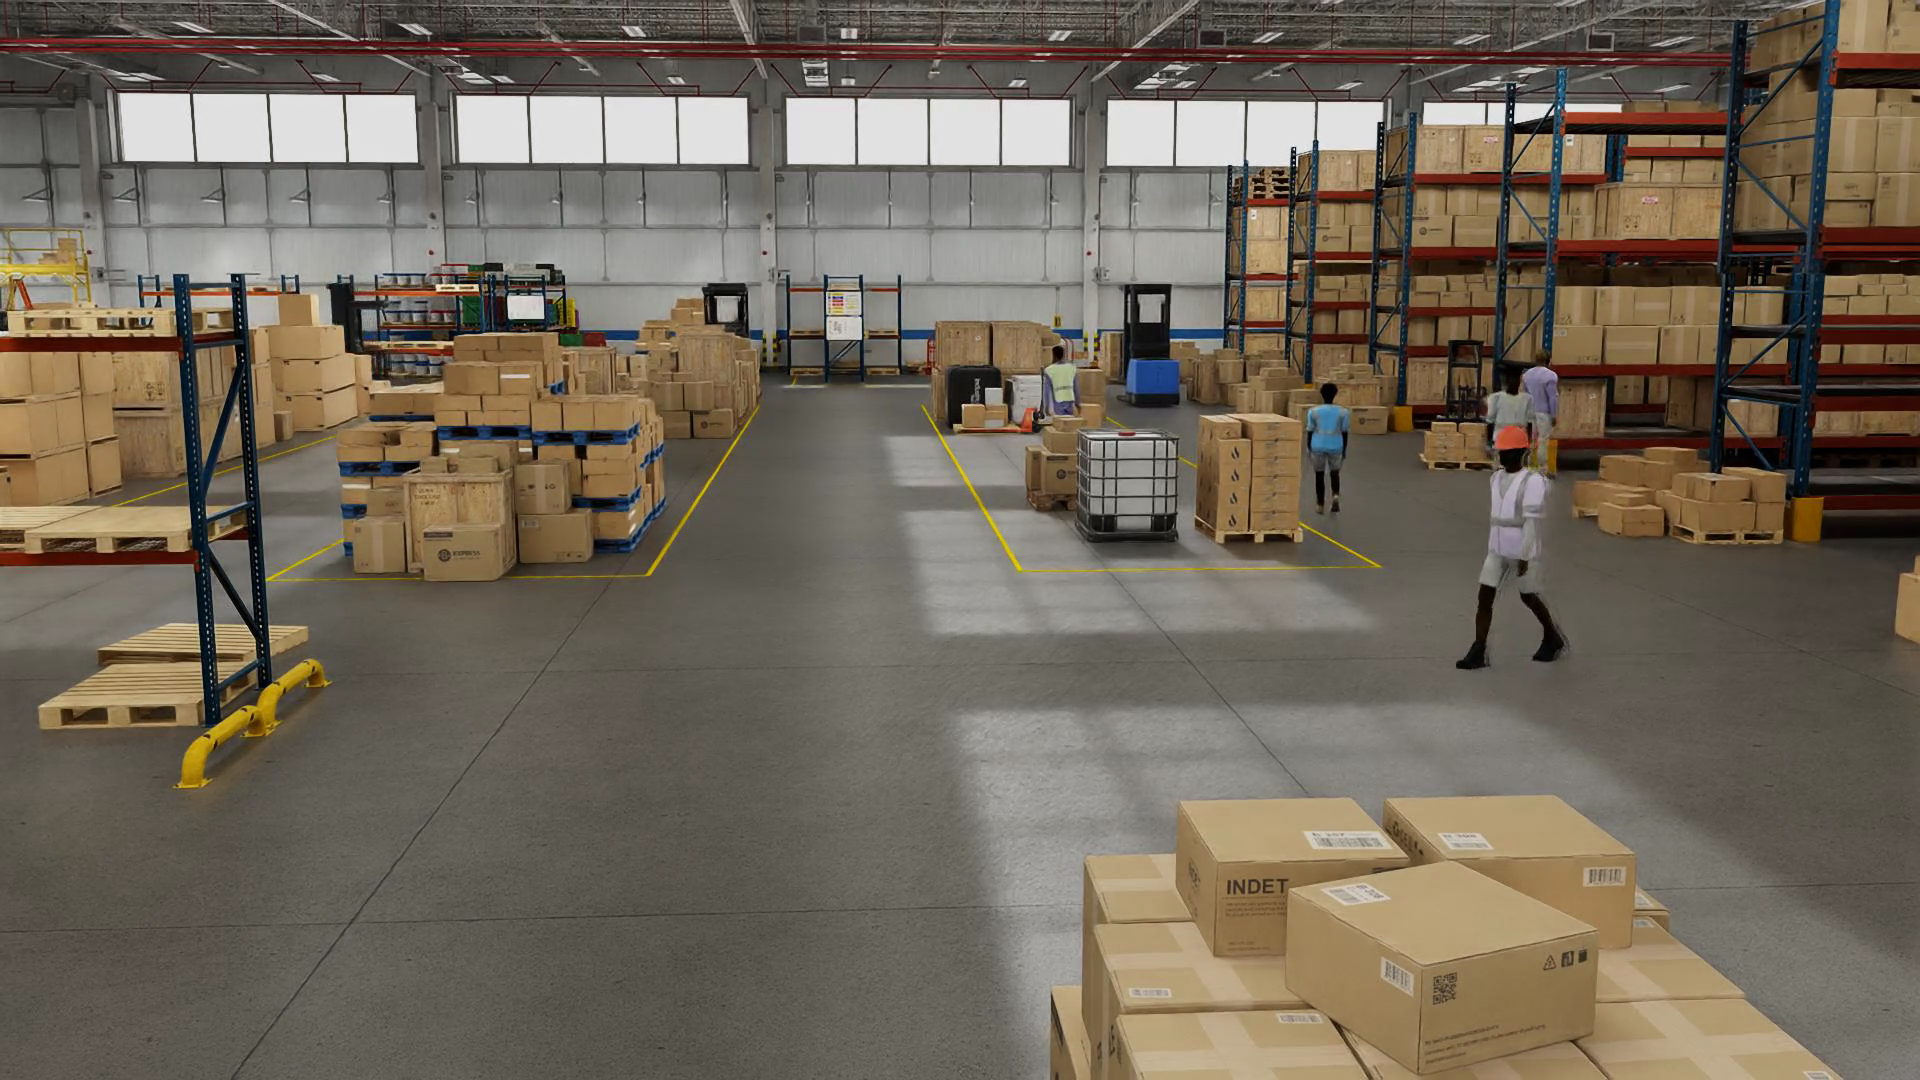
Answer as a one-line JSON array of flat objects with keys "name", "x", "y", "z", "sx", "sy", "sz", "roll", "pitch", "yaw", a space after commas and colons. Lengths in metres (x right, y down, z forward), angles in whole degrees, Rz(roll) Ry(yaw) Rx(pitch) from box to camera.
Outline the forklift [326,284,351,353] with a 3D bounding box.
[{"name": "forklift", "x": -14.317, "y": -4.540, "z": 38.536, "sx": 1.873, "sy": 2.768, "sz": 1.129, "roll": -2, "pitch": 9, "yaw": -11}]

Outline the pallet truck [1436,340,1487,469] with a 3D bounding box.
[{"name": "pallet truck", "x": 8.004, "y": -2.170, "z": 26.422, "sx": 0.823, "sy": 1.965, "sz": 1.885, "roll": 2, "pitch": 9, "yaw": 14}]

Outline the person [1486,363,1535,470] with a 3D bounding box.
[{"name": "person", "x": 6.796, "y": -1.222, "z": 20.625, "sx": 0.611, "sy": 1.948, "sz": 0.630, "roll": -1, "pitch": 9, "yaw": -4}]

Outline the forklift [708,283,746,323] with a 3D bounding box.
[{"name": "forklift", "x": -5.818, "y": -5.042, "z": 41.691, "sx": 1.129, "sy": 2.768, "sz": 1.873, "roll": -1, "pitch": 9, "yaw": -4}]

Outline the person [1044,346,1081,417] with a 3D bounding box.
[{"name": "person", "x": 1.629, "y": -2.255, "z": 27.417, "sx": 0.604, "sy": 1.853, "sz": 1.002, "roll": -4, "pitch": 10, "yaw": -25}]

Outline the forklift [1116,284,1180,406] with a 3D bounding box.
[{"name": "forklift", "x": 4.407, "y": -4.562, "z": 38.673, "sx": 1.129, "sy": 2.768, "sz": 1.873, "roll": -1, "pitch": 9, "yaw": -7}]

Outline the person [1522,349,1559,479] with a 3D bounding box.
[{"name": "person", "x": 8.615, "y": -1.865, "z": 24.689, "sx": 0.372, "sy": 1.940, "sz": 0.629, "roll": -5, "pitch": 10, "yaw": -29}]

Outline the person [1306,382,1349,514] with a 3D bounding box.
[{"name": "person", "x": 4.634, "y": -1.154, "z": 21.037, "sx": 0.535, "sy": 1.685, "sz": 0.367, "roll": 1, "pitch": 9, "yaw": 5}]

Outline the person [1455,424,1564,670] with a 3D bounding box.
[{"name": "person", "x": 4.294, "y": 0.047, "z": 12.833, "sx": 0.981, "sy": 1.905, "sz": 0.546, "roll": -5, "pitch": 10, "yaw": -29}]
